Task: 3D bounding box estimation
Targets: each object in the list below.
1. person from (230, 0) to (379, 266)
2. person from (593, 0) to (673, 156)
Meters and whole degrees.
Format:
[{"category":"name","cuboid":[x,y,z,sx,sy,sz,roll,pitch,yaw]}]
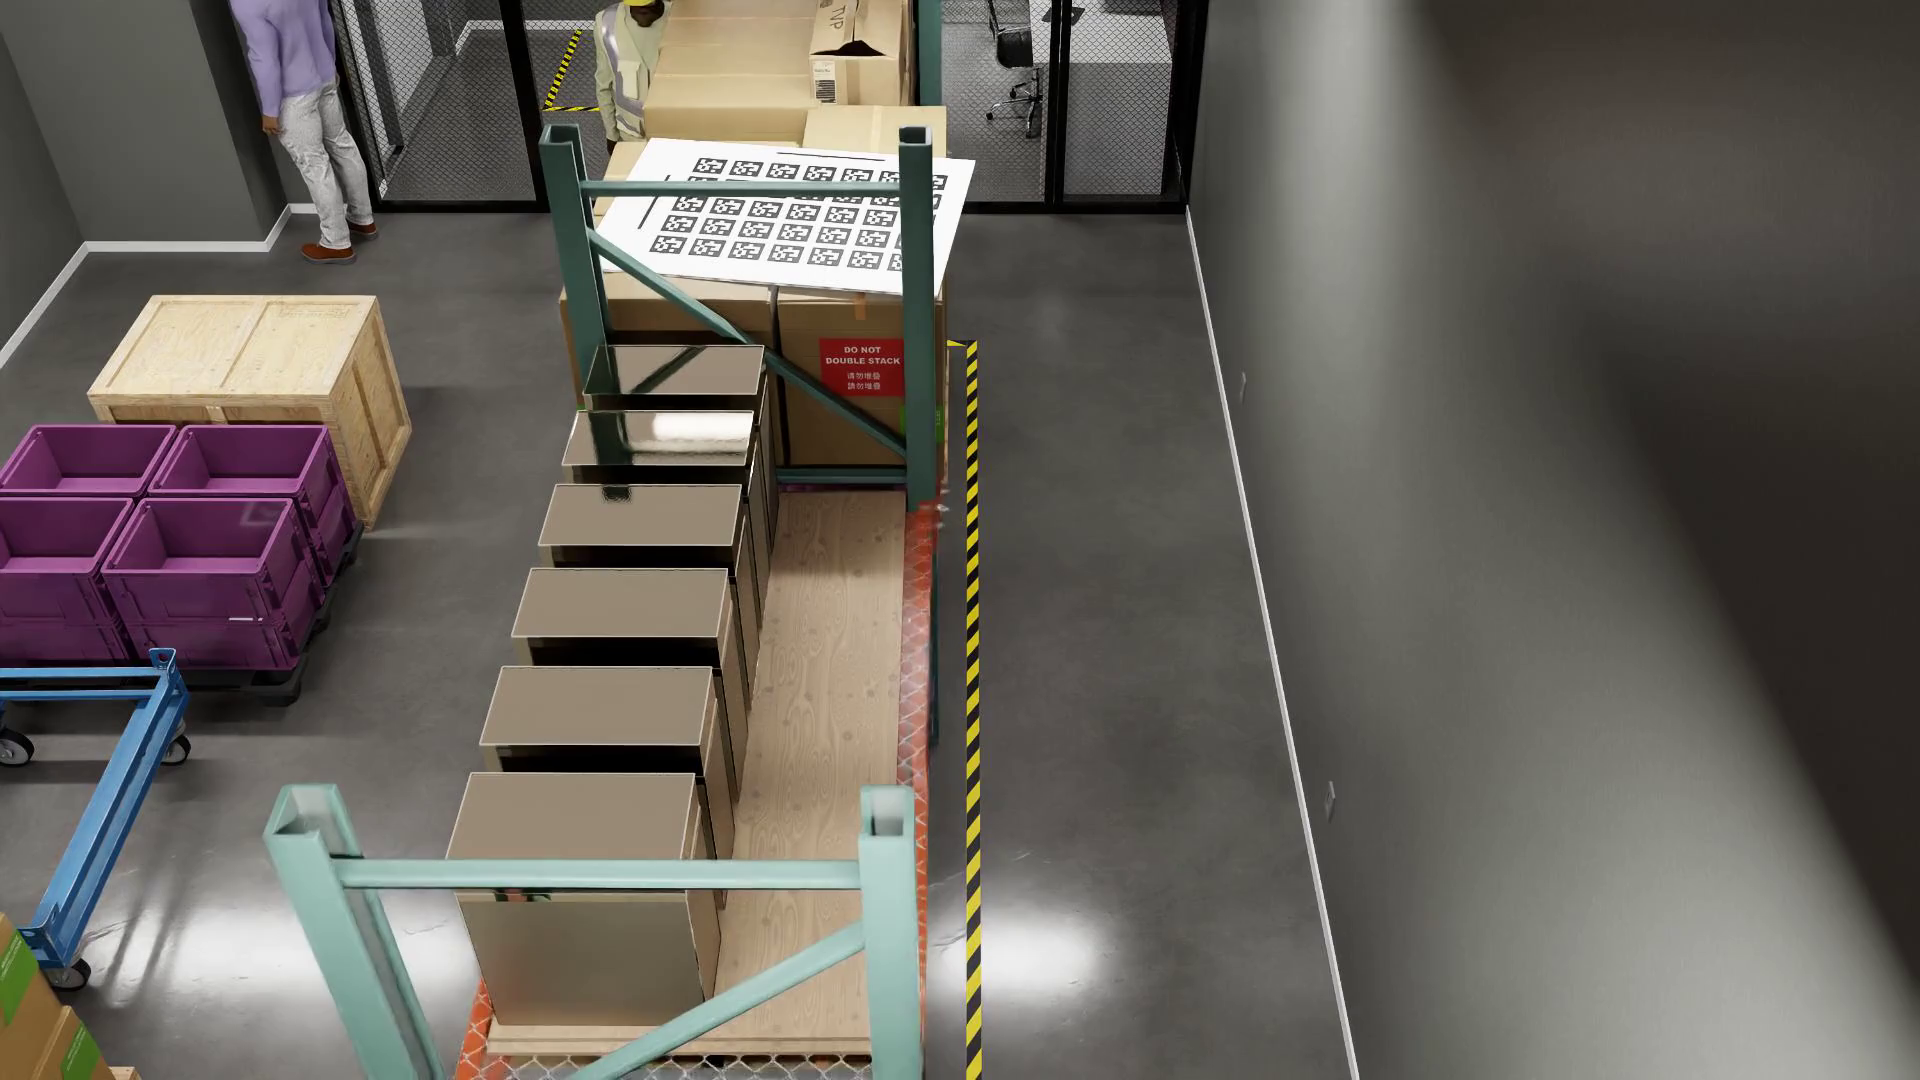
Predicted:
[{"category":"person","cuboid":[-3.401,-2.343,8.564,0.364,1.939,0.636,11,42,12]},{"category":"person","cuboid":[-1.499,-2.065,8.332,0.603,1.823,0.404,0,41,0]}]
